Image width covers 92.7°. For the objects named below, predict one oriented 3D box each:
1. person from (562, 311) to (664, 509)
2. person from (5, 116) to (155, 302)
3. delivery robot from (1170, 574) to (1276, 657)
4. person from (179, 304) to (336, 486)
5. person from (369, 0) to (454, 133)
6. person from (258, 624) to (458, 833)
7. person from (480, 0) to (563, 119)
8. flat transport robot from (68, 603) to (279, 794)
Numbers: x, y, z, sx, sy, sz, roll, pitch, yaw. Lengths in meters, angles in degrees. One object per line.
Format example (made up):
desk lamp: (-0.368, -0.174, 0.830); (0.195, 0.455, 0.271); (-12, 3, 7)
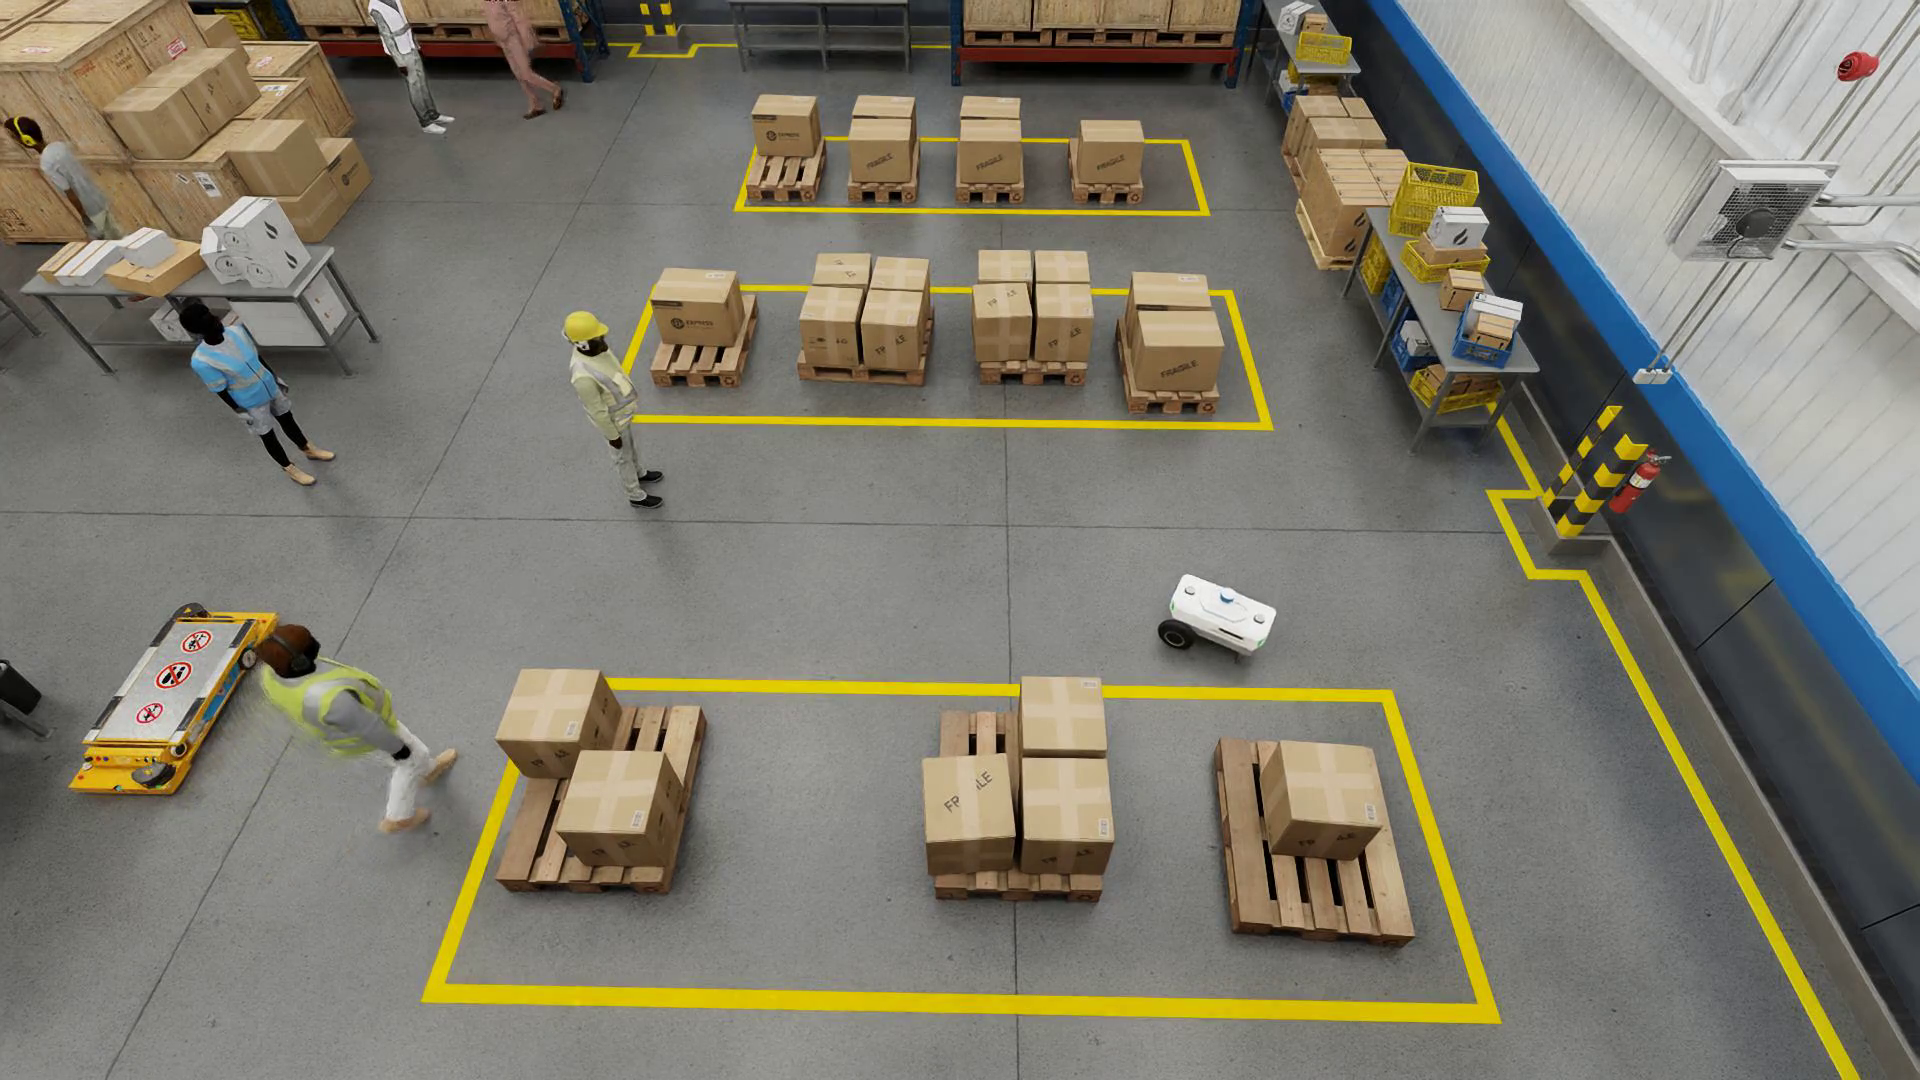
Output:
person: (-2.704, -1.007, 7.182); (0.404, 1.837, 0.587); (-8, 50, -6)
person: (-8.613, -3.254, 9.065); (0.358, 1.870, 0.553); (-12, 51, -10)
delivery robot: (1.900, 0.531, 6.656); (0.707, 0.478, 0.477); (23, 54, 18)
person: (-5.690, -1.173, 7.411); (0.317, 1.700, 0.537); (6, 50, 5)
person: (-6.936, -6.088, 11.439); (0.389, 1.910, 0.591); (-1, 50, -1)
person: (-3.543, 1.096, 5.409); (0.637, 1.834, 0.537); (22, 53, 17)
person: (-5.678, -6.372, 11.705); (0.692, 1.867, 0.563); (33, 57, 25)
flat transport robot: (-5.504, 1.072, 6.442); (0.652, 0.197, 1.431); (1, 50, 1)
